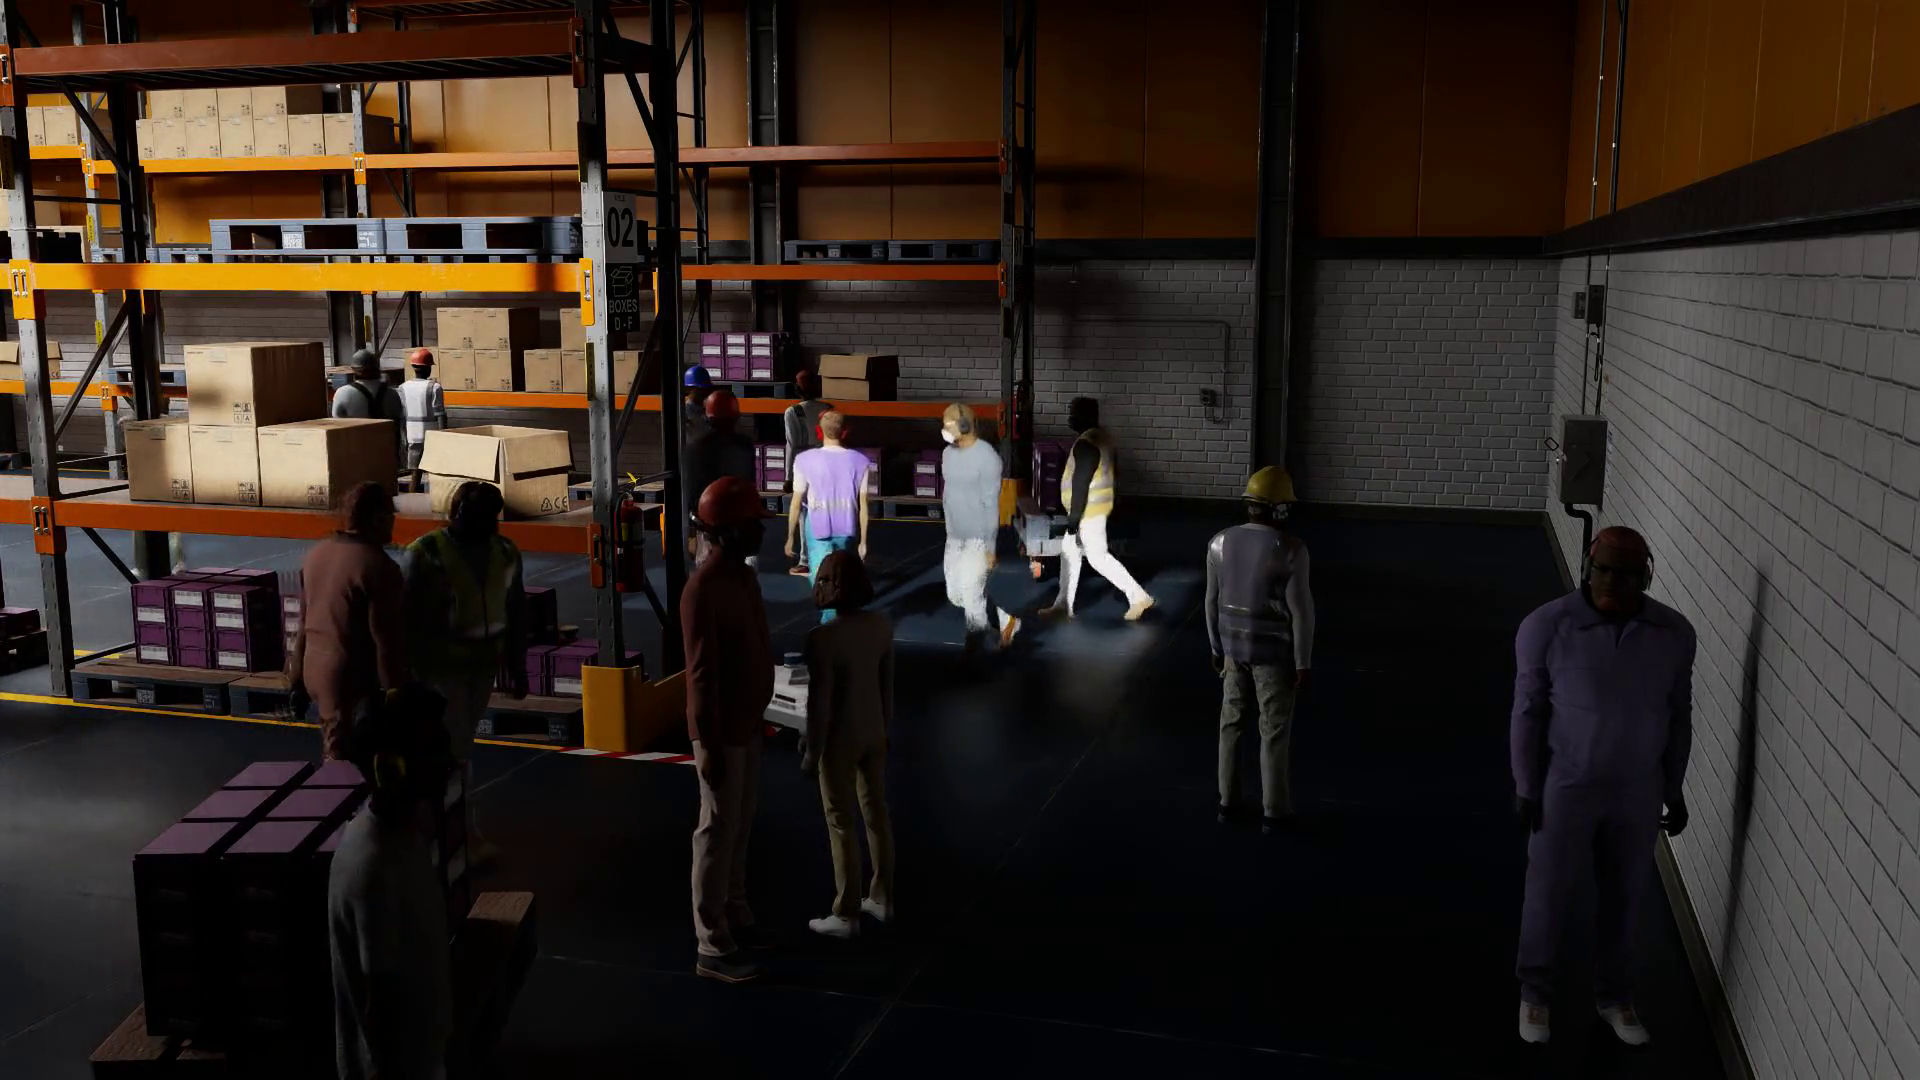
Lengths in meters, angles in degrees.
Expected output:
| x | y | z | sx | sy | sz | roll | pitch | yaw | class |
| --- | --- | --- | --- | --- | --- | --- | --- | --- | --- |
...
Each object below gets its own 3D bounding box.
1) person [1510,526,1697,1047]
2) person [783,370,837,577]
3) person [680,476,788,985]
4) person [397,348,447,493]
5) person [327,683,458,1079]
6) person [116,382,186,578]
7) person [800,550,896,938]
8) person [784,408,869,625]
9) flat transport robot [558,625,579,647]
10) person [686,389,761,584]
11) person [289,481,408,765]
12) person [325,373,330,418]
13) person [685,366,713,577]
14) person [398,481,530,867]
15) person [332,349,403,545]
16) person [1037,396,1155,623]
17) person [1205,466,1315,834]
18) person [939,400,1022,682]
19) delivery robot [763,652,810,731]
| x | y | z | sx | sy | sz | roll | pitch | yaw | class |
| --- | --- | --- | --- | --- | --- | --- | --- | --- | --- |
| 2.310 | 0.888 | 5.983 | 0.643 | 1.905 | 0.399 | 0 | 9 | 3 | person |
| -1.361 | -0.606 | 15.151 | 0.576 | 1.881 | 0.352 | -8 | 12 | -41 | person |
| -0.904 | 0.739 | 6.609 | 0.379 | 1.995 | 0.622 | 2 | 9 | 9 | person |
| -5.769 | -1.094 | 17.961 | 0.545 | 1.938 | 0.359 | 2 | 10 | 12 | person |
| -1.345 | 1.250 | 3.910 | 0.607 | 1.859 | 0.530 | -2 | 10 | -12 | person |
| -7.191 | -0.522 | 14.816 | 0.943 | 1.833 | 0.532 | 9 | 13 | 42 | person |
| -0.469 | 0.854 | 7.010 | 0.269 | 1.632 | 0.505 | 8 | 12 | 40 | person |
| -0.910 | -0.031 | 11.877 | 0.584 | 1.818 | 0.880 | -5 | 11 | -28 | person |
| -3.501 | 0.727 | 11.924 | 1.431 | 0.197 | 0.652 | 3 | 10 | 16 | flat transport robot |
| -1.677 | -0.094 | 11.783 | 0.637 | 1.960 | 0.542 | -7 | 12 | -38 | person |
| -2.806 | 0.671 | 7.509 | 0.660 | 1.856 | 0.838 | 8 | 13 | 42 | person |
| -7.864 | -1.404 | 20.013 | 0.340 | 1.882 | 0.586 | 7 | 12 | 38 | person |
| -2.321 | -0.560 | 14.668 | 0.390 | 1.949 | 0.602 | 6 | 11 | 34 | person |
| -2.339 | 0.621 | 7.930 | 0.772 | 1.801 | 0.661 | 7 | 12 | 37 | person |
| -5.983 | -0.957 | 16.810 | 0.987 | 2.000 | 0.685 | 9 | 13 | 42 | person |
| 1.093 | -0.236 | 13.149 | 0.896 | 1.812 | 0.630 | 1 | 9 | 9 | person |
| 1.512 | 0.541 | 8.312 | 0.599 | 1.830 | 0.403 | 9 | 13 | 44 | person |
| 0.141 | -0.009 | 11.412 | 0.676 | 1.916 | 0.651 | -7 | 12 | -36 | person |
| -0.973 | 0.901 | 9.717 | 0.707 | 0.478 | 0.477 | 9 | 13 | 43 | delivery robot |
